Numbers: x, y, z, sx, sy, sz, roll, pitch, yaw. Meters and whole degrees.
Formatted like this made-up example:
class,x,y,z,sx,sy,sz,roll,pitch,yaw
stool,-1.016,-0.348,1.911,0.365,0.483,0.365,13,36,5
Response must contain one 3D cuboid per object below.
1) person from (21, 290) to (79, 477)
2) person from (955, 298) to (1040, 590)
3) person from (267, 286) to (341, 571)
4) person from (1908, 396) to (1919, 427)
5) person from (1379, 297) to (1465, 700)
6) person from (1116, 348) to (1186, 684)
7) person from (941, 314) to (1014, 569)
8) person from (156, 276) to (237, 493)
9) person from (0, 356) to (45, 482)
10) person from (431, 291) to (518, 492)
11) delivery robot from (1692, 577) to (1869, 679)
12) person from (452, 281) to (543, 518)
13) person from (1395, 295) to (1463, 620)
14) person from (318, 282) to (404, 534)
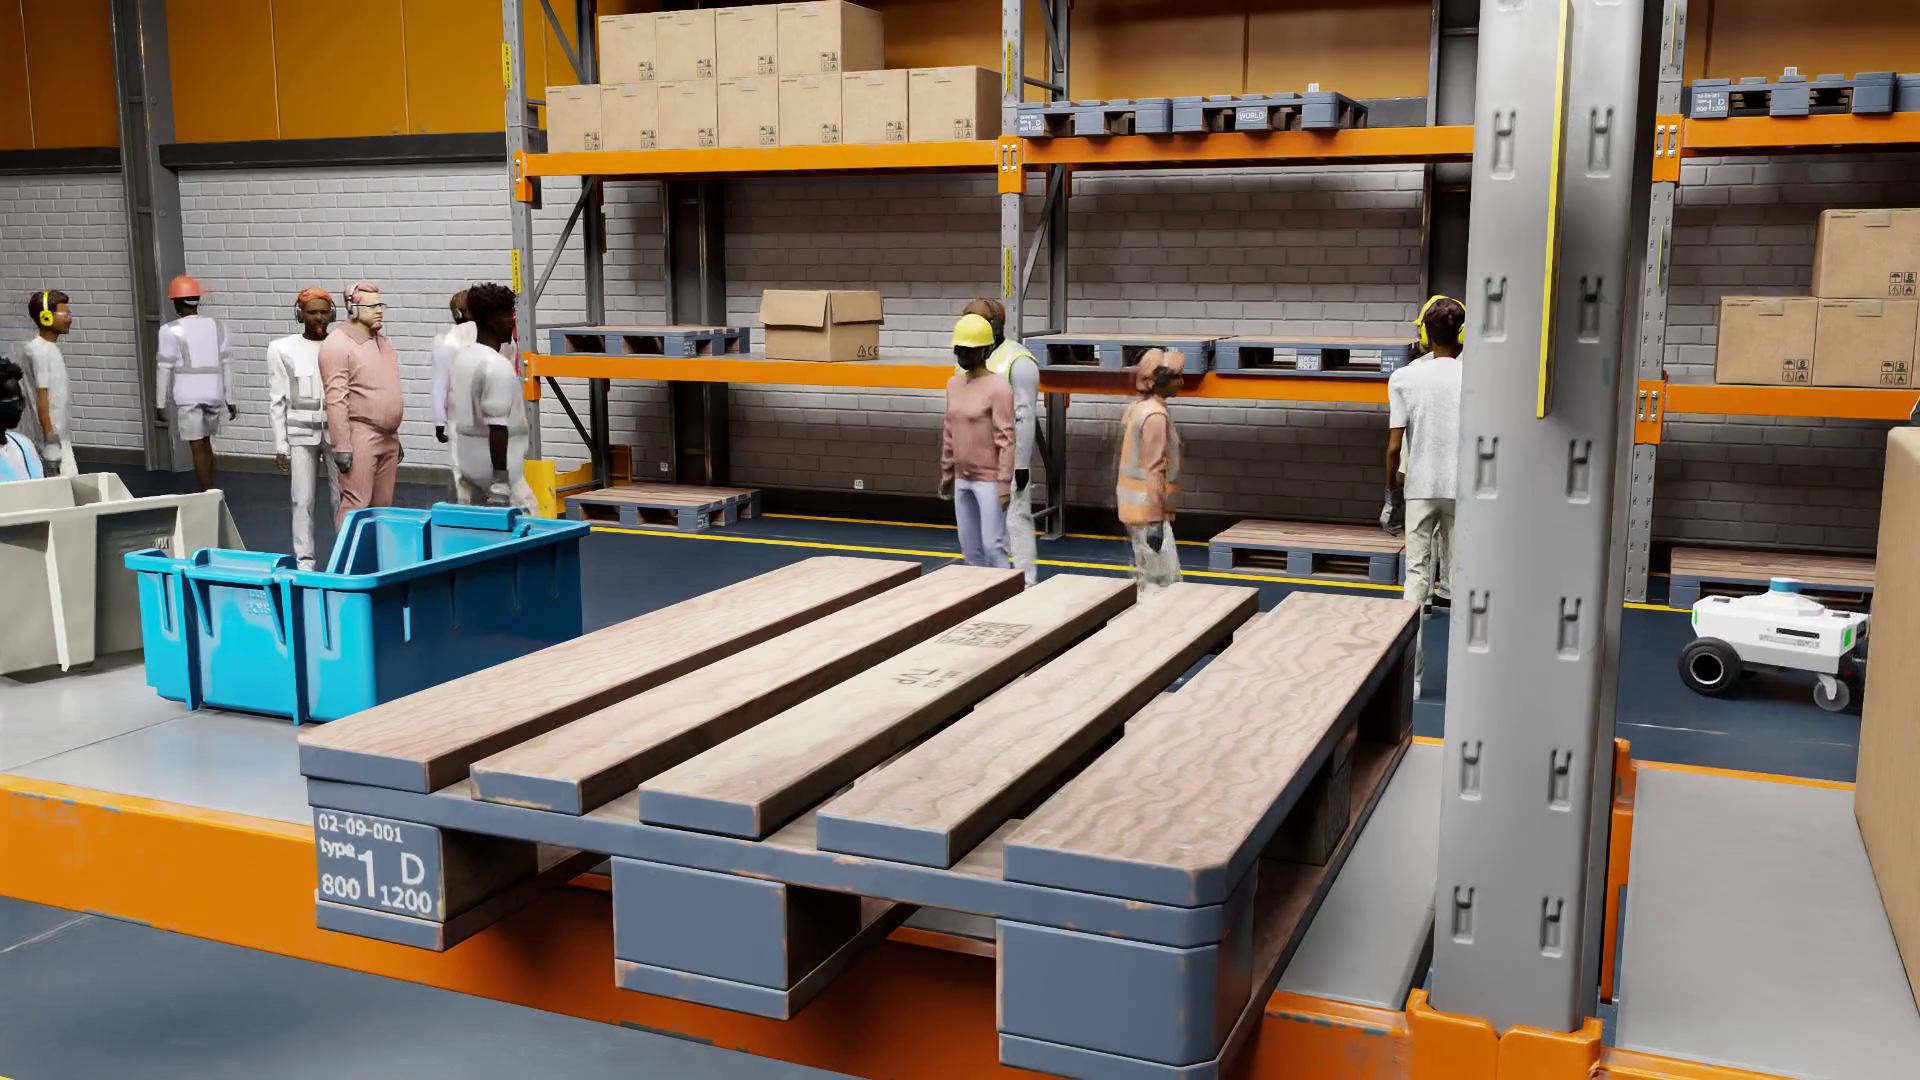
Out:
class,x,y,z,sx,sy,sz,roll,pitch,yaw
person,-5.700,-0.627,10.384,0.572,1.856,0.540,-3,10,-19
person,0.196,-0.456,9.475,0.434,1.829,0.633,-8,12,-39
person,-3.898,-0.604,10.170,0.581,1.881,0.355,-5,11,-26
person,3.419,0.070,5.652,0.535,2.000,0.688,-2,10,-15
person,2.209,-0.181,7.691,0.517,1.864,0.334,2,10,14
person,0.883,-0.097,7.889,0.391,1.620,0.533,0,9,0
person,0.081,-0.319,8.849,0.359,1.759,0.544,-7,12,-37
person,-6.162,-1.143,13.309,0.767,1.908,0.572,7,12,37
person,-3.492,0.167,6.107,0.349,1.685,0.555,0,9,-2
person,-3.531,-0.892,12.102,0.642,1.822,0.454,-7,12,-34
delivery robot,3.809,0.417,7.734,0.707,0.478,0.477,8,12,40
person,-2.519,-0.386,8.723,0.943,1.934,0.610,-7,12,-37
person,2.696,-0.465,9.467,0.589,1.837,0.404,-7,12,-35
person,-3.577,-0.605,10.100,0.403,1.906,0.651,2,10,12
